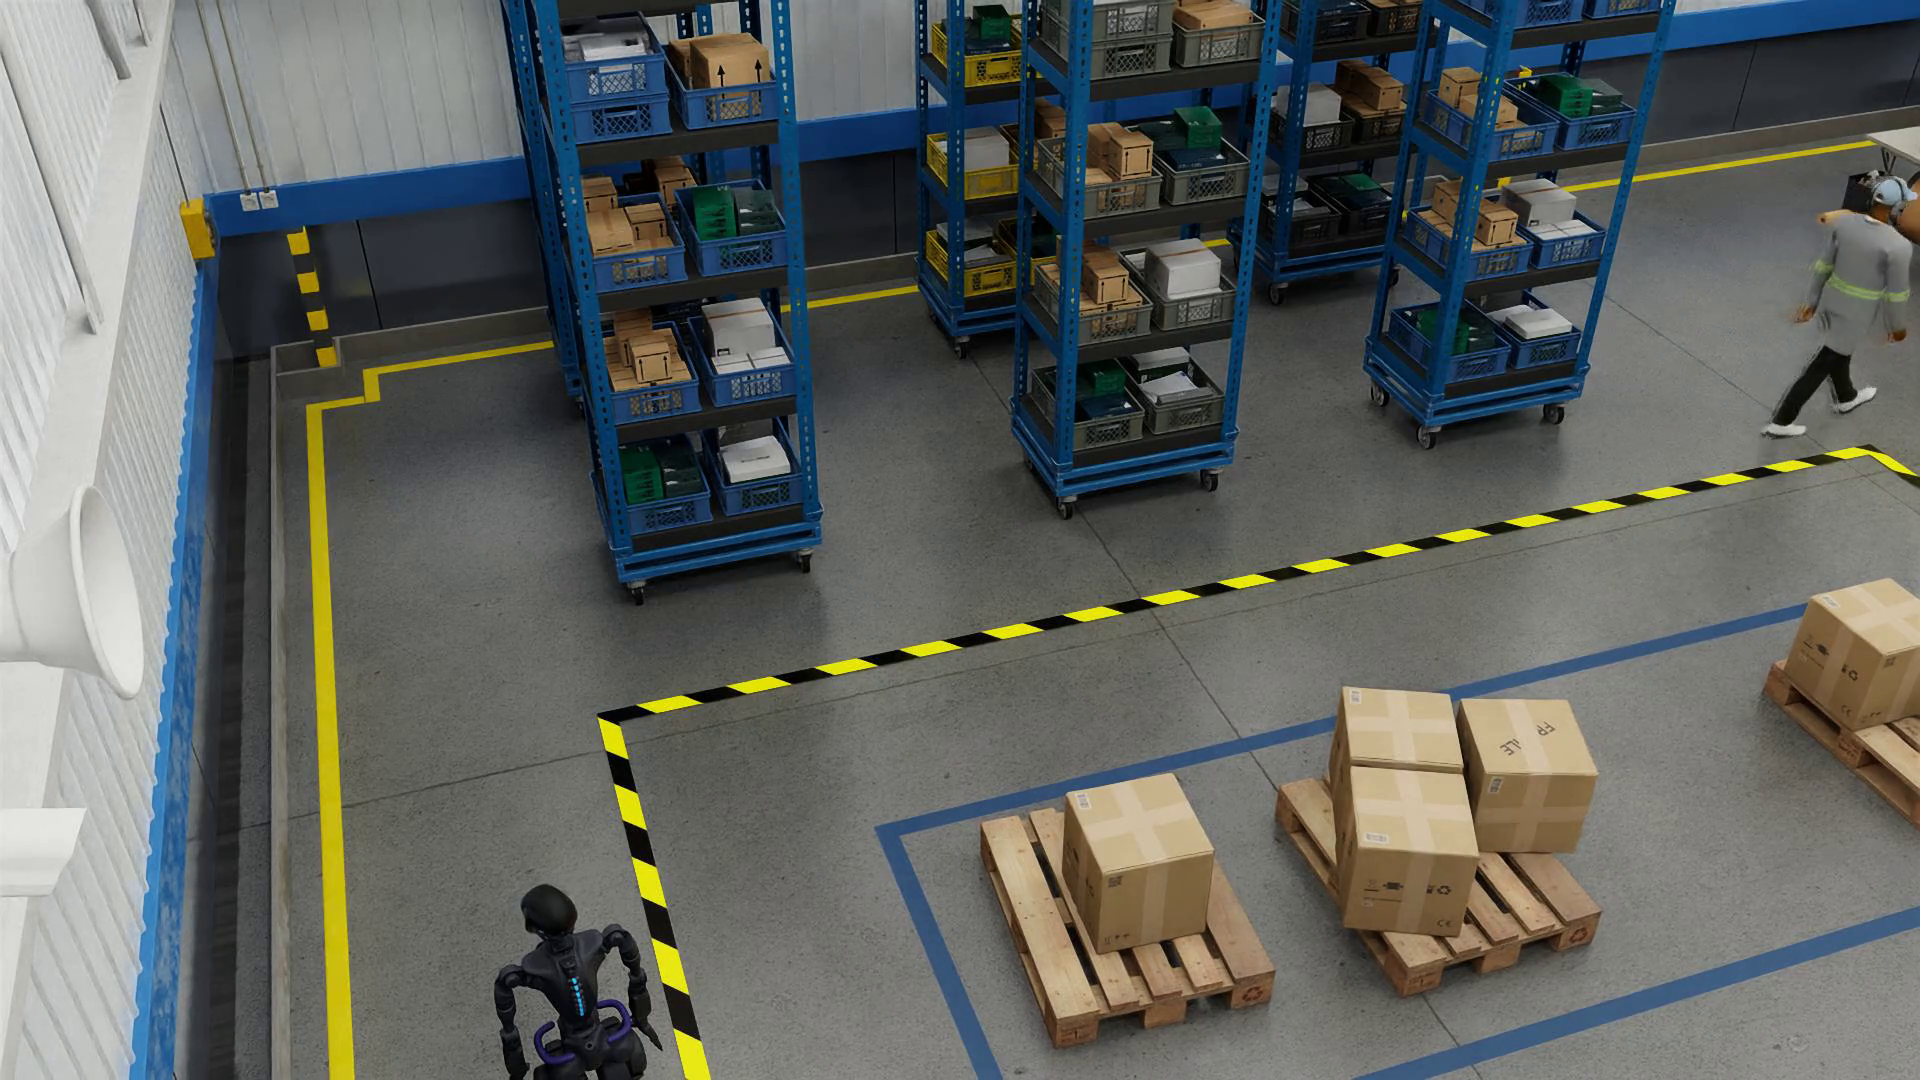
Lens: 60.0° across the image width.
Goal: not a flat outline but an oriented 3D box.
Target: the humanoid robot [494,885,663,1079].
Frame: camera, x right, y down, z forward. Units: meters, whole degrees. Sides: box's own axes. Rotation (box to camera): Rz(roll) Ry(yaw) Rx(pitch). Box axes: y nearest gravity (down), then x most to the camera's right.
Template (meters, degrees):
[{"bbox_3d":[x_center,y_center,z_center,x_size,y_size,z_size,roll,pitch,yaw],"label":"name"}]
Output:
[{"bbox_3d":[-1.394,1.892,6.137,0.599,1.659,0.315,-18,39,-23],"label":"humanoid robot"}]

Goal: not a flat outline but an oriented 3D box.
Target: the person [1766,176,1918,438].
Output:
[{"bbox_3d":[5.875,-1.512,10.870,0.974,1.799,0.595,-9,36,-12],"label":"person"}]
